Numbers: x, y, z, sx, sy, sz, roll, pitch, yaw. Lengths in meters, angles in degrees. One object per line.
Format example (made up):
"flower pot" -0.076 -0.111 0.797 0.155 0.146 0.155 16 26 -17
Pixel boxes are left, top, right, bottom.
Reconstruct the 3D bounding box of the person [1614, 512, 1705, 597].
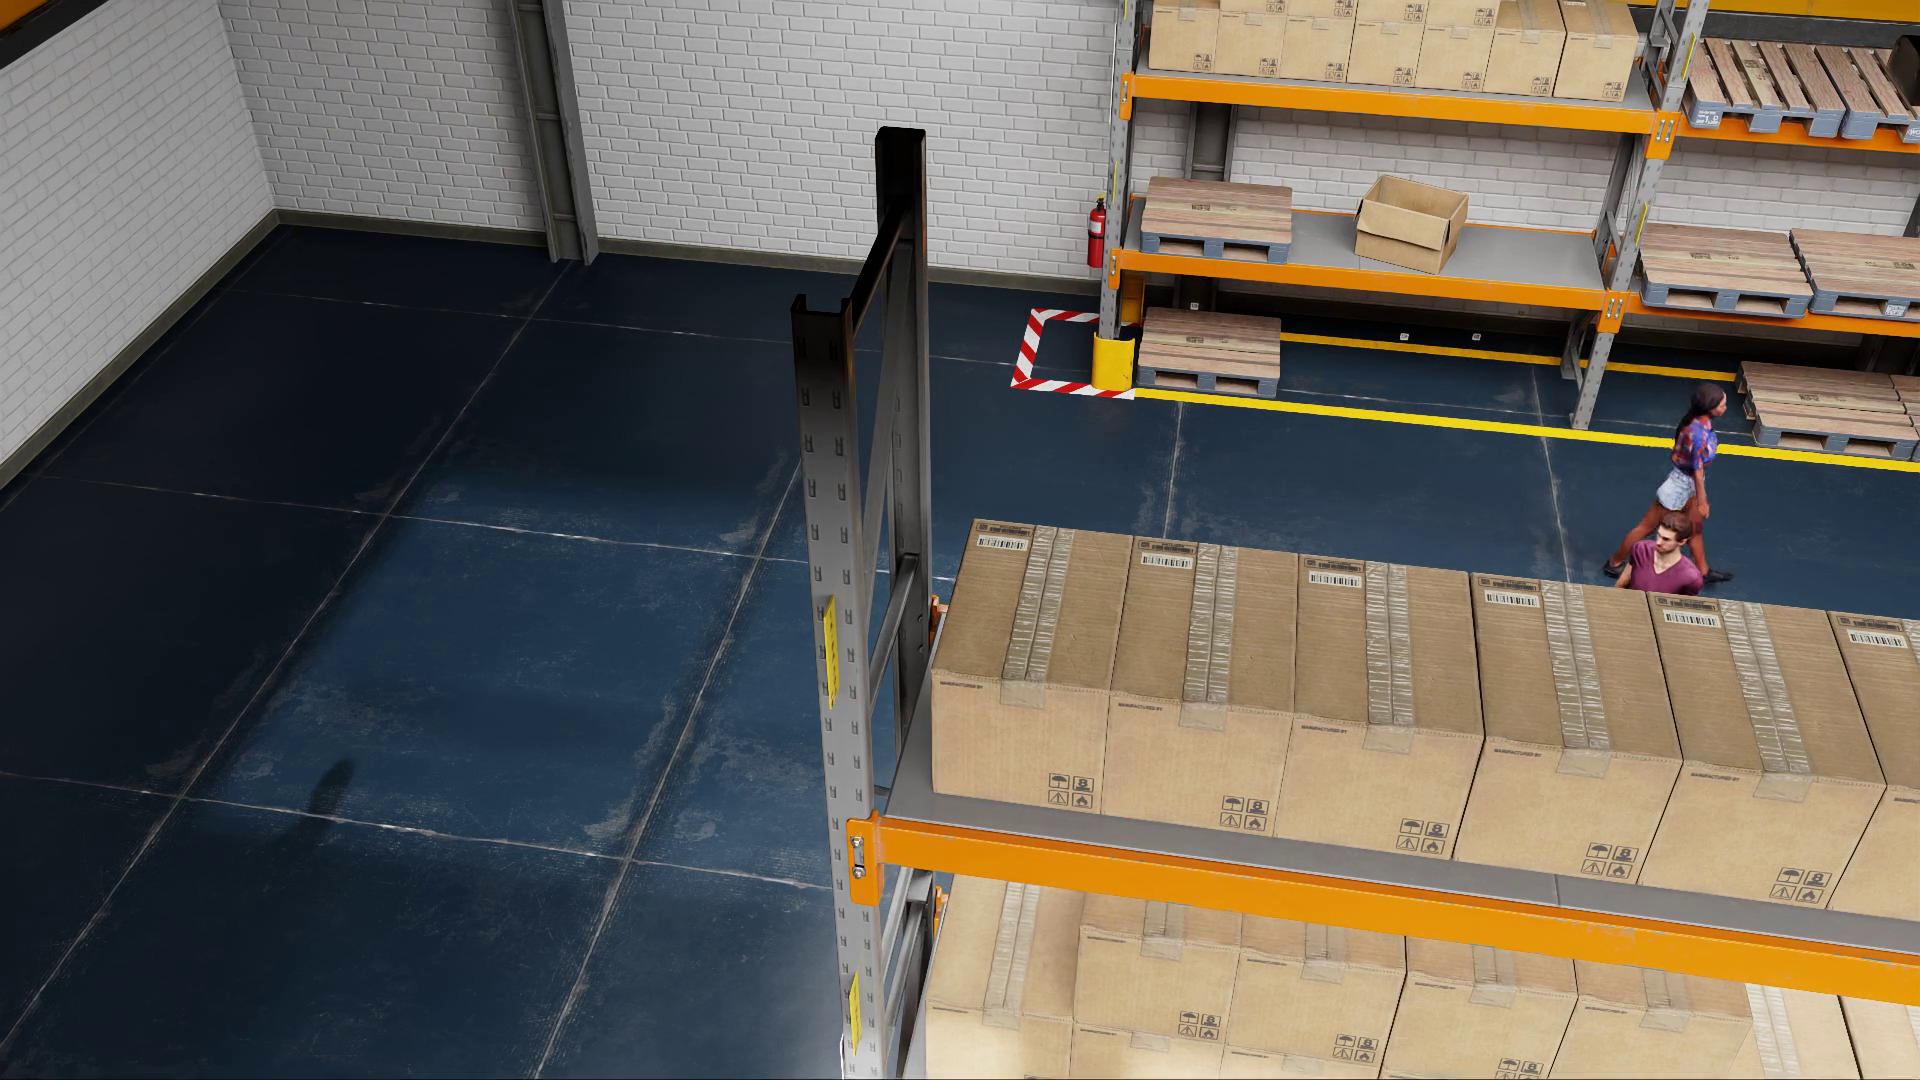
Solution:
"person" 4.318 0.571 10.528 0.794 1.852 0.718 -26 45 -29

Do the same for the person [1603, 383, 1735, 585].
"person" 5.010 -0.361 11.817 1.162 1.700 0.801 17 42 20
